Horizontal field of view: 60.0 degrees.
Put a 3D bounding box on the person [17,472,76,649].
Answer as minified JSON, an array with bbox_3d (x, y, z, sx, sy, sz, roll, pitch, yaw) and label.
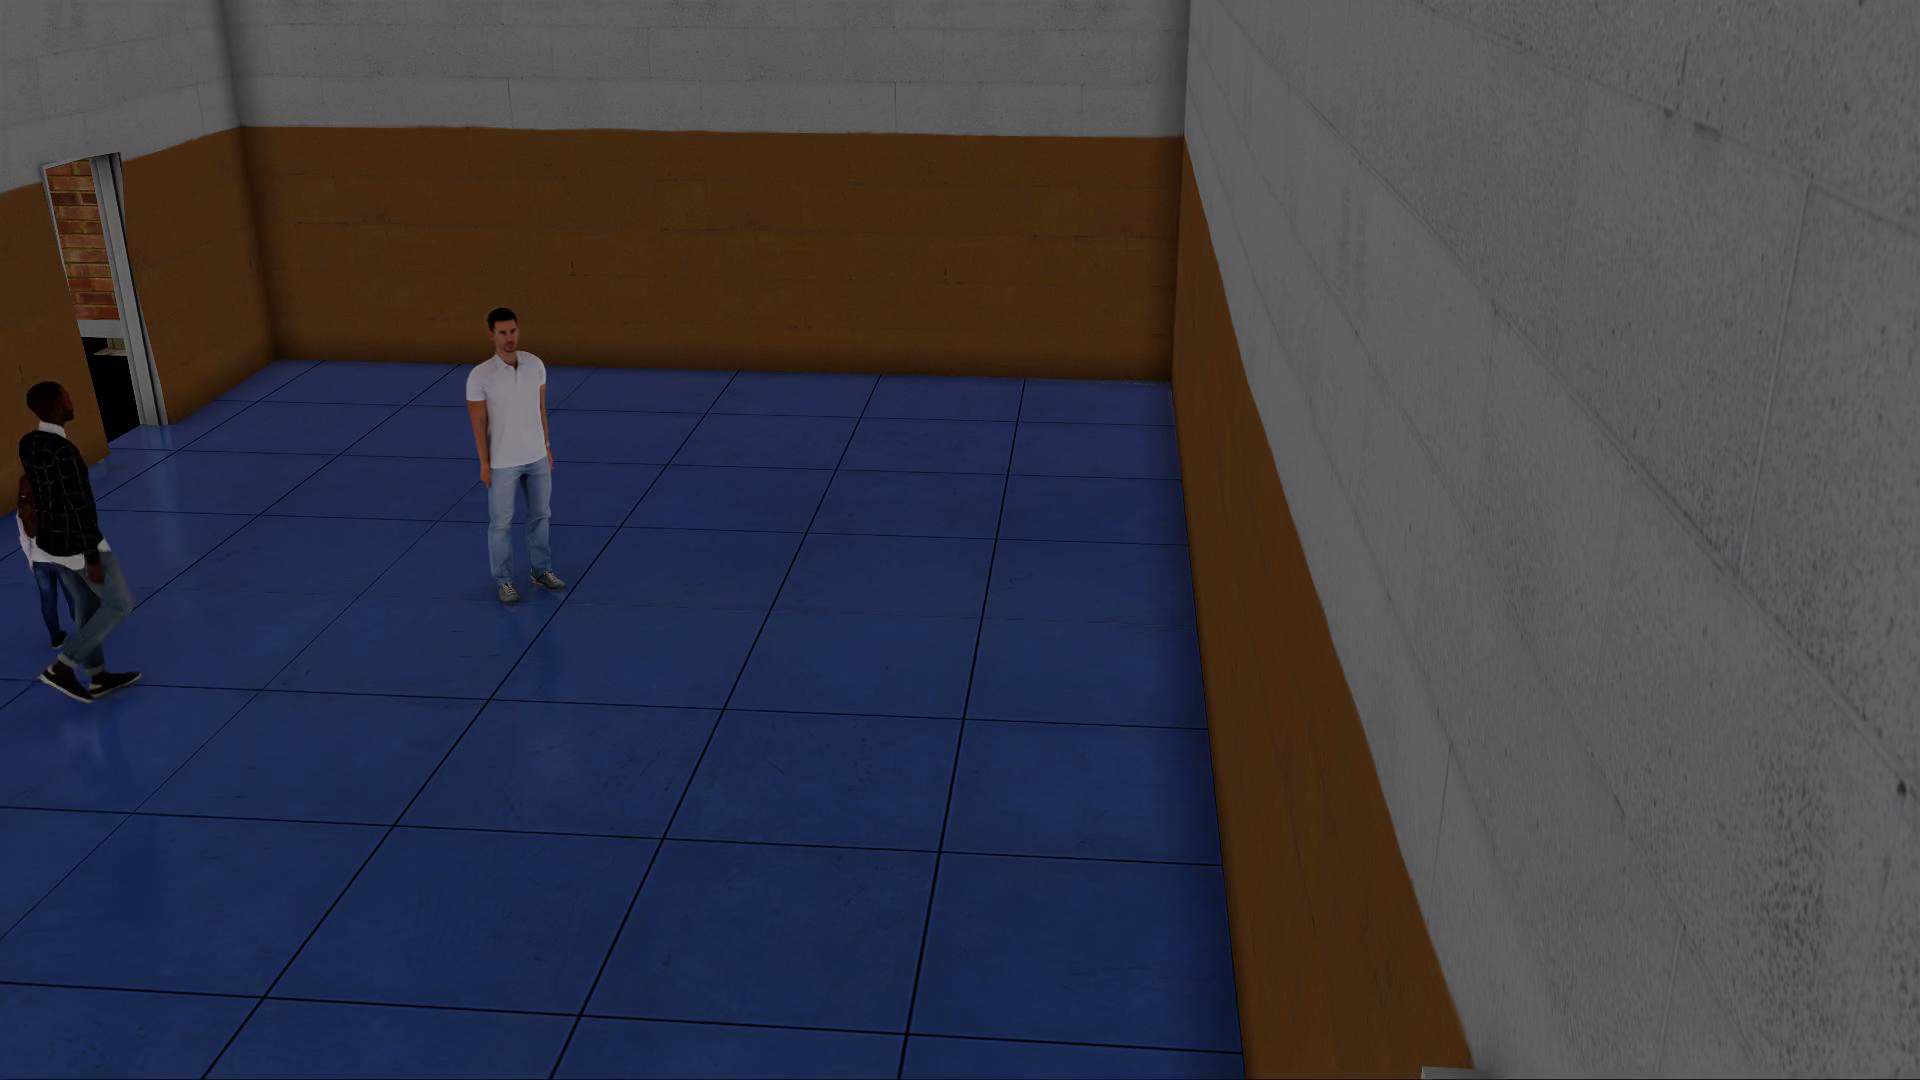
[{"bbox_3d":[-5.352,0.099,9.804,0.450,1.110,0.542,-3,22,-7],"label":"person"}]

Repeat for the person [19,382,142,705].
[{"bbox_3d":[-4.862,0.063,8.960,0.900,1.807,0.947,16,27,34],"label":"person"}]

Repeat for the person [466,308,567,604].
[{"bbox_3d":[-2.772,-0.542,10.390,0.735,1.864,0.795,-17,28,-37],"label":"person"}]
